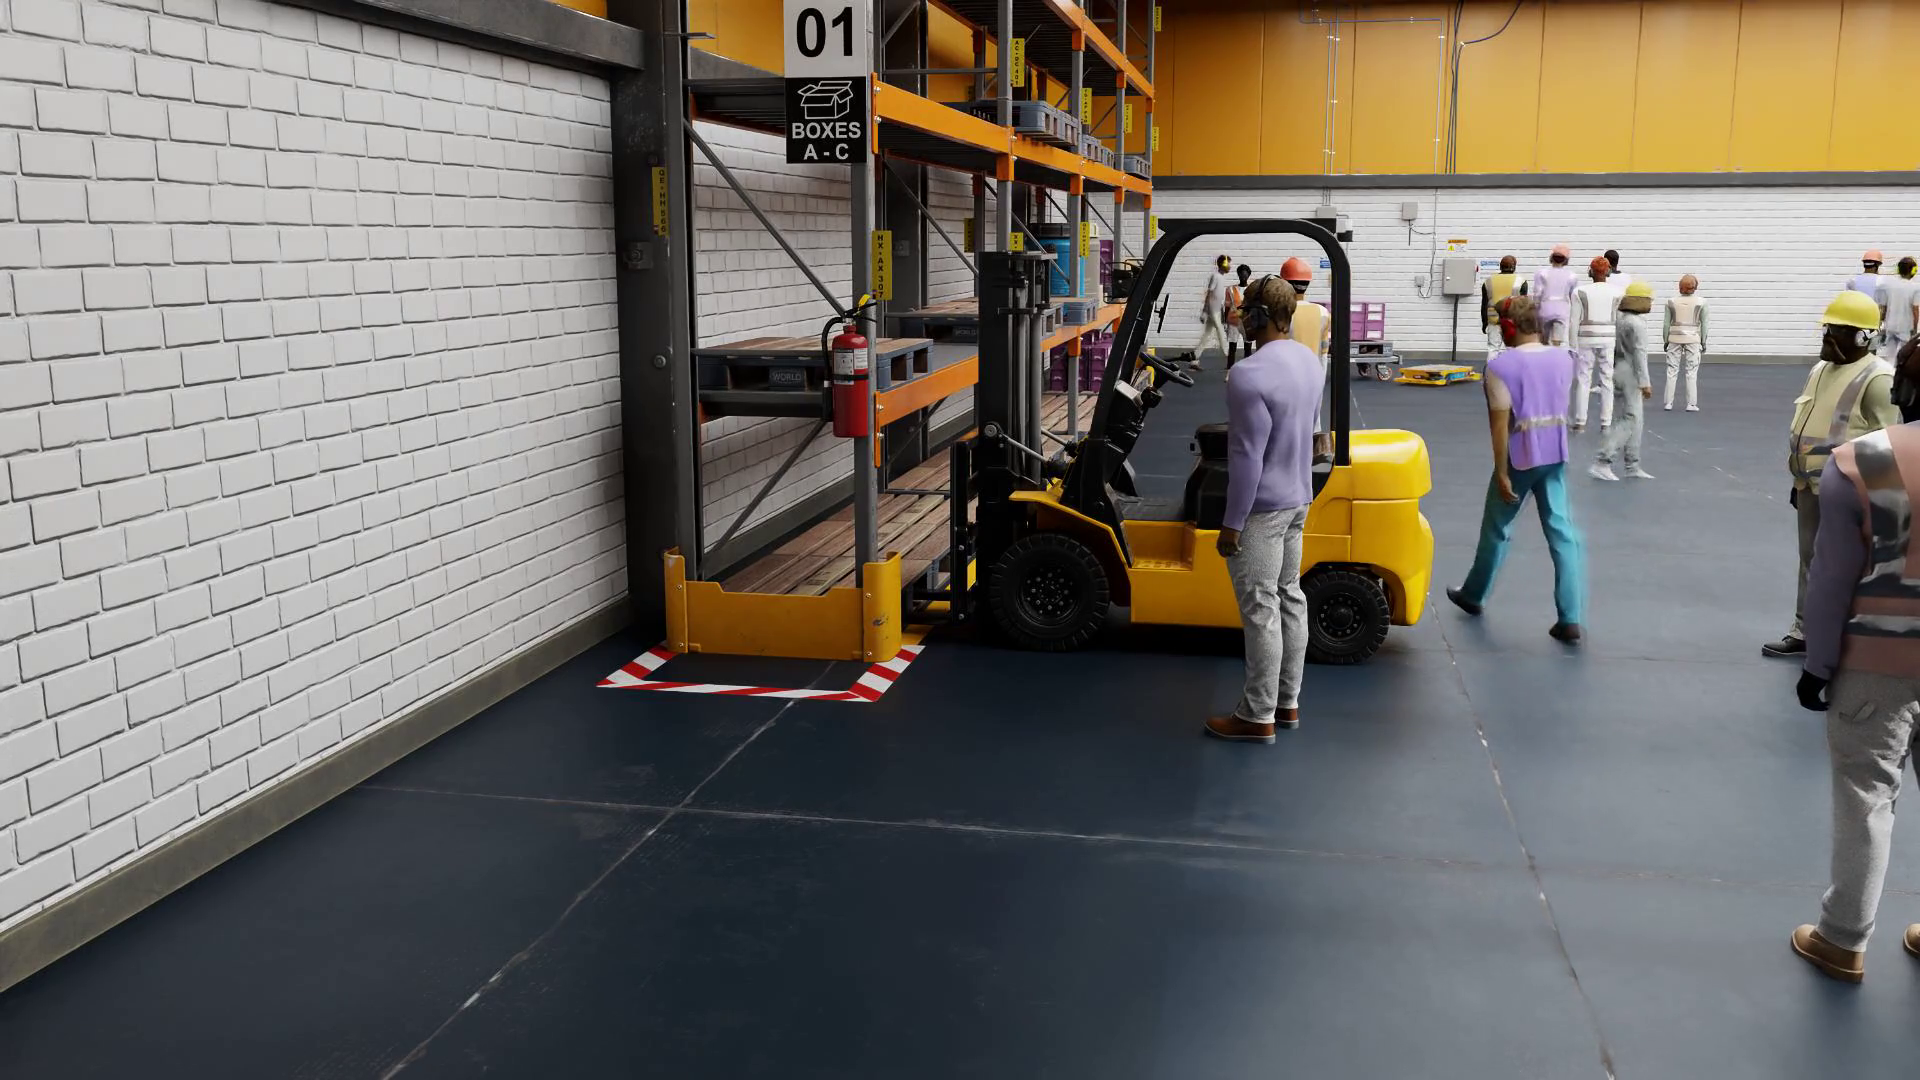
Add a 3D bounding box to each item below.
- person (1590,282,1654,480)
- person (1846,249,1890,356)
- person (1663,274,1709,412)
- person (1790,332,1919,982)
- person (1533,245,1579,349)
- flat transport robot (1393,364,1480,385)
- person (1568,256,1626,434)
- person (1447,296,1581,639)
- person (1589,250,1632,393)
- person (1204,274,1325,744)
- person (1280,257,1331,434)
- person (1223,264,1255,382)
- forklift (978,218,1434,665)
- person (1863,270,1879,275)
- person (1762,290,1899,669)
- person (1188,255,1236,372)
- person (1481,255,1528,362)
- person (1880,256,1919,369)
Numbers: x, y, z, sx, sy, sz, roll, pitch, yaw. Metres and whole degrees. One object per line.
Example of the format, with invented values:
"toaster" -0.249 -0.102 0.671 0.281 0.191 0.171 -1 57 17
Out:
"person" 5.772 -1.355 14.359 0.565 1.719 0.525 2 10 10
"person" 11.784 -2.805 21.622 0.364 1.933 0.543 -9 14 -42
"person" 8.699 -2.359 19.966 0.514 1.645 0.309 7 12 34
"person" 2.653 0.336 4.652 0.625 1.844 0.429 0 10 3
"person" 8.287 -3.109 23.189 0.615 1.963 1.118 3 11 18
"flat transport robot" 6.837 -2.376 23.823 0.652 0.197 1.431 9 14 40
"person" 6.773 -2.068 17.709 0.574 1.887 0.355 2 11 13
"person" 3.012 -0.395 8.837 0.614 1.779 1.033 -3 11 -17
"person" 8.729 -2.922 22.316 0.589 1.915 0.398 -5 11 -25
"person" 1.264 -0.123 6.905 0.372 1.940 0.630 7 13 36
"person" 2.478 -1.121 12.371 0.542 1.939 0.364 -5 12 -26
"person" 4.047 -3.107 23.917 0.532 1.699 0.319 2 11 11
"forklift" 1.285 -0.567 8.635 2.313 2.155 1.214 2 11 11
"person" 14.203 -3.463 26.047 0.499 1.632 0.285 8 13 36
"person" 4.221 -0.281 8.046 0.404 1.837 0.590 -1 10 -7
"person" 4.007 -3.500 25.779 0.942 1.803 0.594 2 11 12
"person" 7.452 -2.965 22.750 0.633 1.842 0.429 7 12 32
"person" 11.548 -2.552 20.445 0.395 1.858 0.507 -7 12 -33
